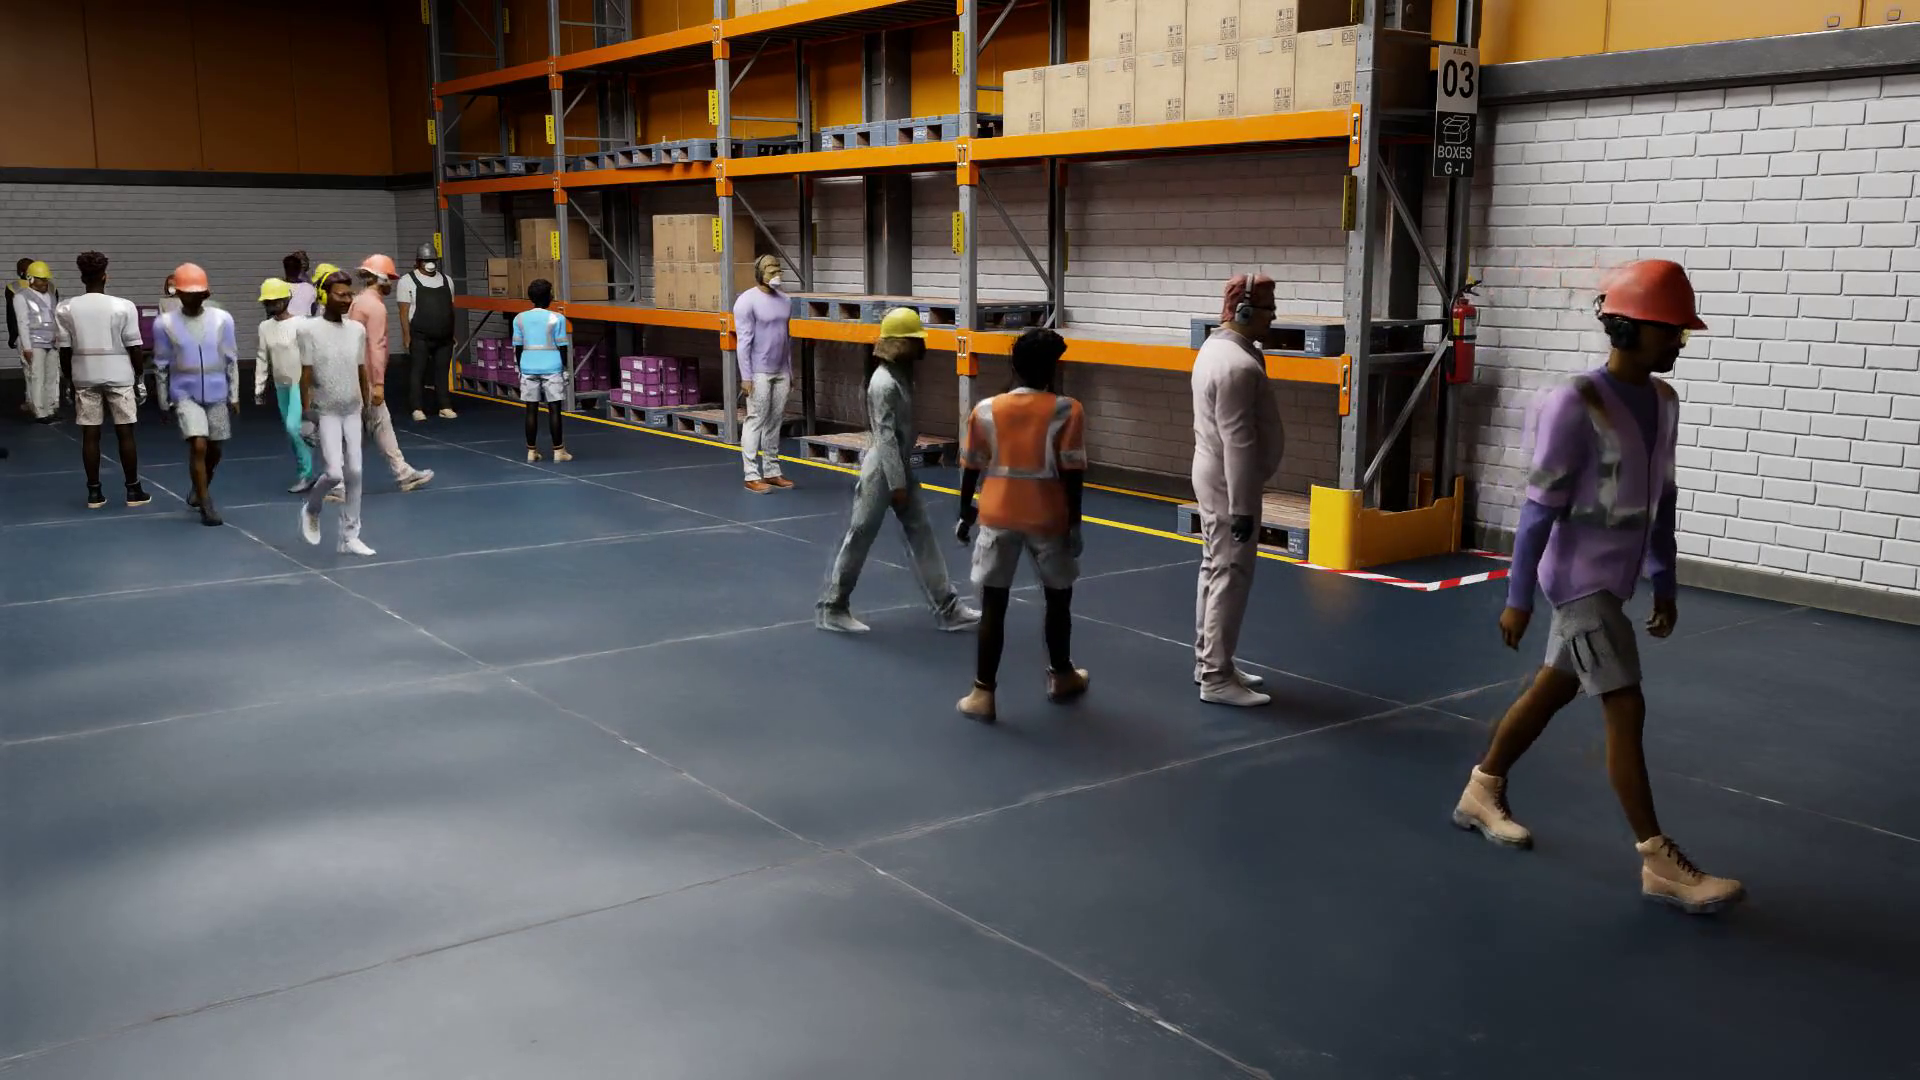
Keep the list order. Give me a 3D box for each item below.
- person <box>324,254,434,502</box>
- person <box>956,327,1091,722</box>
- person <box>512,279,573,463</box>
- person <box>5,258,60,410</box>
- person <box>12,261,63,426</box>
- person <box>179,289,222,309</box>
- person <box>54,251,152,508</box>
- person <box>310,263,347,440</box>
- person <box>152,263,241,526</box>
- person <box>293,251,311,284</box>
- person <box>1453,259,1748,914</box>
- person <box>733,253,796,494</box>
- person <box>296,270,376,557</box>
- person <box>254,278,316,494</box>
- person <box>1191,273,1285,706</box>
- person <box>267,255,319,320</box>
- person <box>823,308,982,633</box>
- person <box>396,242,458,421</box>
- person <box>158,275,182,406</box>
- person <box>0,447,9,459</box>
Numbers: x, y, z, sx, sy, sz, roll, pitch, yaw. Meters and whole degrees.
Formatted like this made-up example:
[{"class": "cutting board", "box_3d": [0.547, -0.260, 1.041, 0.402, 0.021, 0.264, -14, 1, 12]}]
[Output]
[{"class": "person", "box_3d": [-4.683, -1.296, 13.253, 0.979, 1.926, 0.701, -7, 12, -34]}, {"class": "person", "box_3d": [0.275, -0.082, 7.195, 0.597, 1.658, 0.702, 3, 10, 15]}, {"class": "person", "box_3d": [-3.851, -1.553, 15.344, 0.537, 1.698, 0.321, 2, 10, 11]}, {"class": "person", "box_3d": [-11.285, -2.499, 20.249, 0.429, 1.844, 0.623, 7, 12, 33]}, {"class": "person", "box_3d": [-10.246, -2.184, 18.548, 0.443, 1.827, 0.604, 2, 10, 10]}, {"class": "person", "box_3d": [-8.750, -2.213, 19.227, 0.279, 1.633, 0.498, 9, 13, 40]}, {"class": "person", "box_3d": [-6.562, -1.224, 12.752, 0.607, 1.966, 0.367, -2, 10, -13]}, {"class": "person", "box_3d": [-6.451, -1.895, 16.936, 0.624, 1.810, 0.624, -9, 14, -41]}, {"class": "person", "box_3d": [-5.573, -1.075, 12.137, 0.561, 1.896, 0.825, -7, 12, -34]}, {"class": "person", "box_3d": [-9.329, -3.149, 23.690, 0.409, 1.913, 0.646, -5, 11, -27]}, {"class": "person", "box_3d": [2.018, 0.114, 5.270, 0.630, 1.982, 1.050, -9, 13, -40]}, {"class": "person", "box_3d": [-1.573, -1.350, 13.540, 0.352, 1.937, 0.635, 7, 12, 33]}, {"class": "person", "box_3d": [-4.059, -0.811, 10.756, 0.496, 1.852, 0.542, 7, 12, 36]}, {"class": "person", "box_3d": [-5.395, -1.229, 13.402, 0.593, 1.738, 0.553, 4, 11, 21]}, {"class": "person", "box_3d": [1.219, -0.215, 7.318, 0.400, 1.895, 0.652, 0, 10, 0]}, {"class": "person", "box_3d": [-7.678, -2.345, 19.266, 0.585, 1.890, 0.817, -7, 12, -34]}, {"class": "person", "box_3d": [-0.310, -0.337, 8.551, 0.911, 1.690, 0.502, 3, 11, 17]}, {"class": "person", "box_3d": [-6.061, -2.395, 19.103, 0.684, 2.000, 0.535, -9, 14, -42]}, {"class": "person", "box_3d": [-9.720, -2.474, 20.685, 0.499, 1.634, 0.288, 1, 10, 3]}, {"class": "person", "box_3d": [-9.168, -1.603, 15.144, 0.647, 1.883, 0.729, -5, 11, -25]}]
